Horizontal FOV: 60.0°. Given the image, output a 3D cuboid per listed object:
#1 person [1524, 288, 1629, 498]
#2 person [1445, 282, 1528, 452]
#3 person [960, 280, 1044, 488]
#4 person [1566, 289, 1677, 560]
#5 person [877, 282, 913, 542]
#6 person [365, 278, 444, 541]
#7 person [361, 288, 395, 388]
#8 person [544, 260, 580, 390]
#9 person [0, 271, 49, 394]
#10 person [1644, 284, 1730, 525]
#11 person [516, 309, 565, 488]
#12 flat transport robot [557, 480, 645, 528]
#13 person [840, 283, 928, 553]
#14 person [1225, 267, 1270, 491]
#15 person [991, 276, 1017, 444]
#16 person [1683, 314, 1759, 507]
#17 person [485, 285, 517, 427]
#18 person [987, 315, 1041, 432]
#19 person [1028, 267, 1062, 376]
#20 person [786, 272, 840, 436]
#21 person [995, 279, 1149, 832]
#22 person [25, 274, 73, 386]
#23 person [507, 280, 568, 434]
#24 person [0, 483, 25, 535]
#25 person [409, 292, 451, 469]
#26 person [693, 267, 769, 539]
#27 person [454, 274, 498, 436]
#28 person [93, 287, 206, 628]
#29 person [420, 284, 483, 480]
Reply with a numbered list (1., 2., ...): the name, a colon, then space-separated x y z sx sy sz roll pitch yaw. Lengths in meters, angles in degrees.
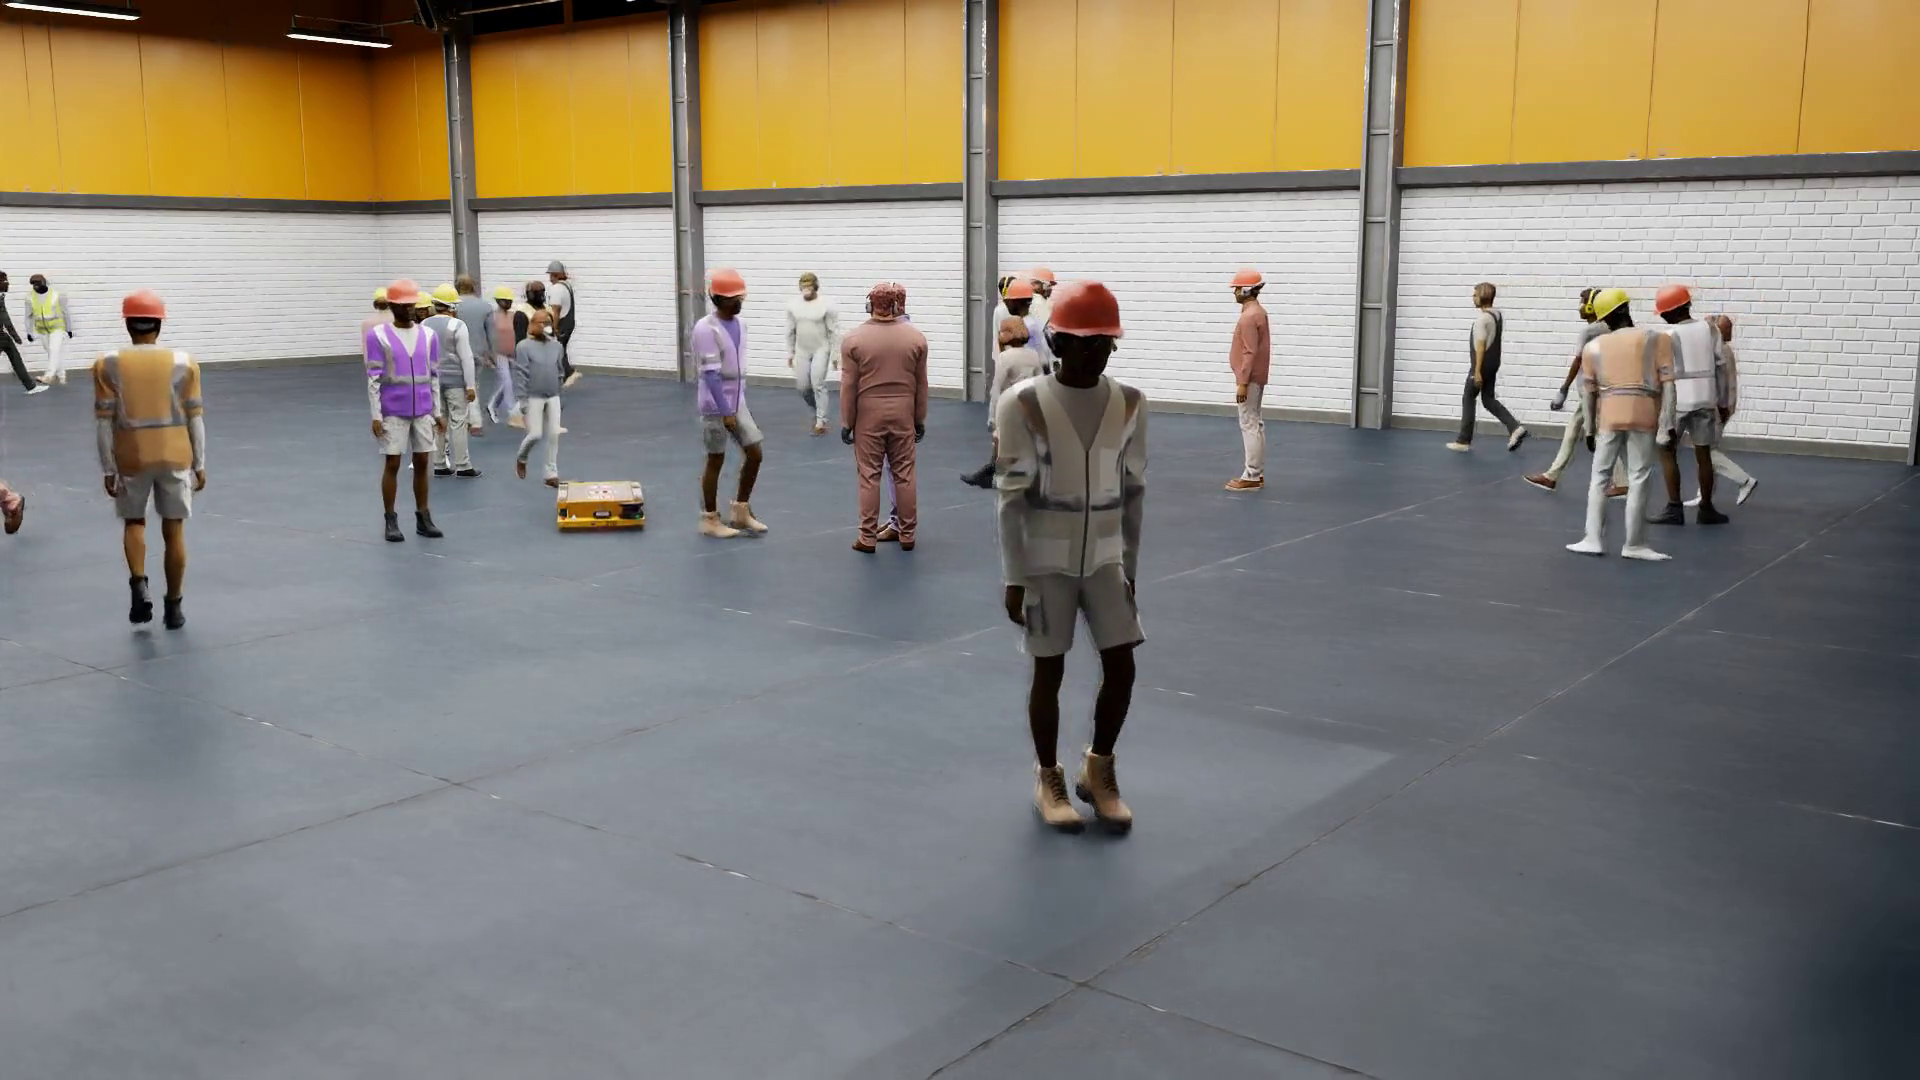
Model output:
1. person: 5.469 -1.282 14.535 1.011 1.817 0.511 8 13 40
2. person: 5.614 -1.822 17.638 0.793 1.825 0.521 9 13 41
3. person: 0.526 -1.393 14.984 0.969 1.882 0.560 2 10 13
4. person: 4.640 -0.793 11.532 0.682 1.876 0.374 7 12 36
5. person: -0.512 -0.945 12.297 0.408 1.909 0.642 0 10 1
6. person: -4.083 -0.960 12.295 0.551 1.935 0.372 -8 13 -40
7. person: -6.421 -1.953 18.667 0.527 1.743 0.700 -3 10 -17
8. person: -6.222 -3.318 25.723 0.557 2.000 0.697 1 10 4
9. person: -14.297 -3.078 24.849 1.021 1.865 0.596 -6 11 -30
10. person: 5.743 -1.049 13.012 0.723 1.894 0.383 -1 10 -8
11. person: -3.814 -1.281 15.057 0.463 1.624 0.504 9 14 44
12. flat transport robot: -2.878 -0.300 13.298 0.652 0.197 1.431 -2 10 -12
13. person: -0.544 -0.858 11.791 0.641 1.908 0.407 -3 10 -18
14. person: 2.568 -1.432 14.875 0.397 1.992 0.623 3 10 19
15. person: 0.523 -1.986 18.510 0.354 1.862 0.571 2 10 10
16. person: 6.293 -1.045 13.688 0.503 1.623 0.519 6 11 31
17. person: -5.637 -2.267 20.489 0.816 1.737 0.535 8 12 38
18. person: 0.442 -0.996 13.417 0.340 1.618 0.513 8 12 38
19. person: 0.890 -1.899 17.675 0.581 1.963 0.715 0 10 -2
20. person: -1.699 -2.164 19.379 0.670 1.913 0.554 3 10 19
21. person: 0.419 0.084 5.992 0.615 2.021 0.542 -3 10 -17
22. person: -14.678 -3.368 26.762 0.644 1.786 0.929 -1 10 -4
23. person: -5.049 -2.166 19.695 0.875 1.818 0.619 3 10 19
24. person: -7.242 -0.881 12.004 0.650 1.890 0.661 4 11 24
25. person: -5.241 -1.565 16.382 0.492 1.742 0.319 -2 10 -10
26. person: -1.699 -0.984 12.216 0.611 2.011 0.615 6 11 31
27. person: -5.801 -2.174 19.543 0.649 1.879 1.067 -7 12 -36
28. person: -4.537 -0.450 9.364 0.547 1.924 0.413 -4 11 -23
29. person: -4.789 -1.480 15.624 0.599 1.832 0.404 4 11 24
